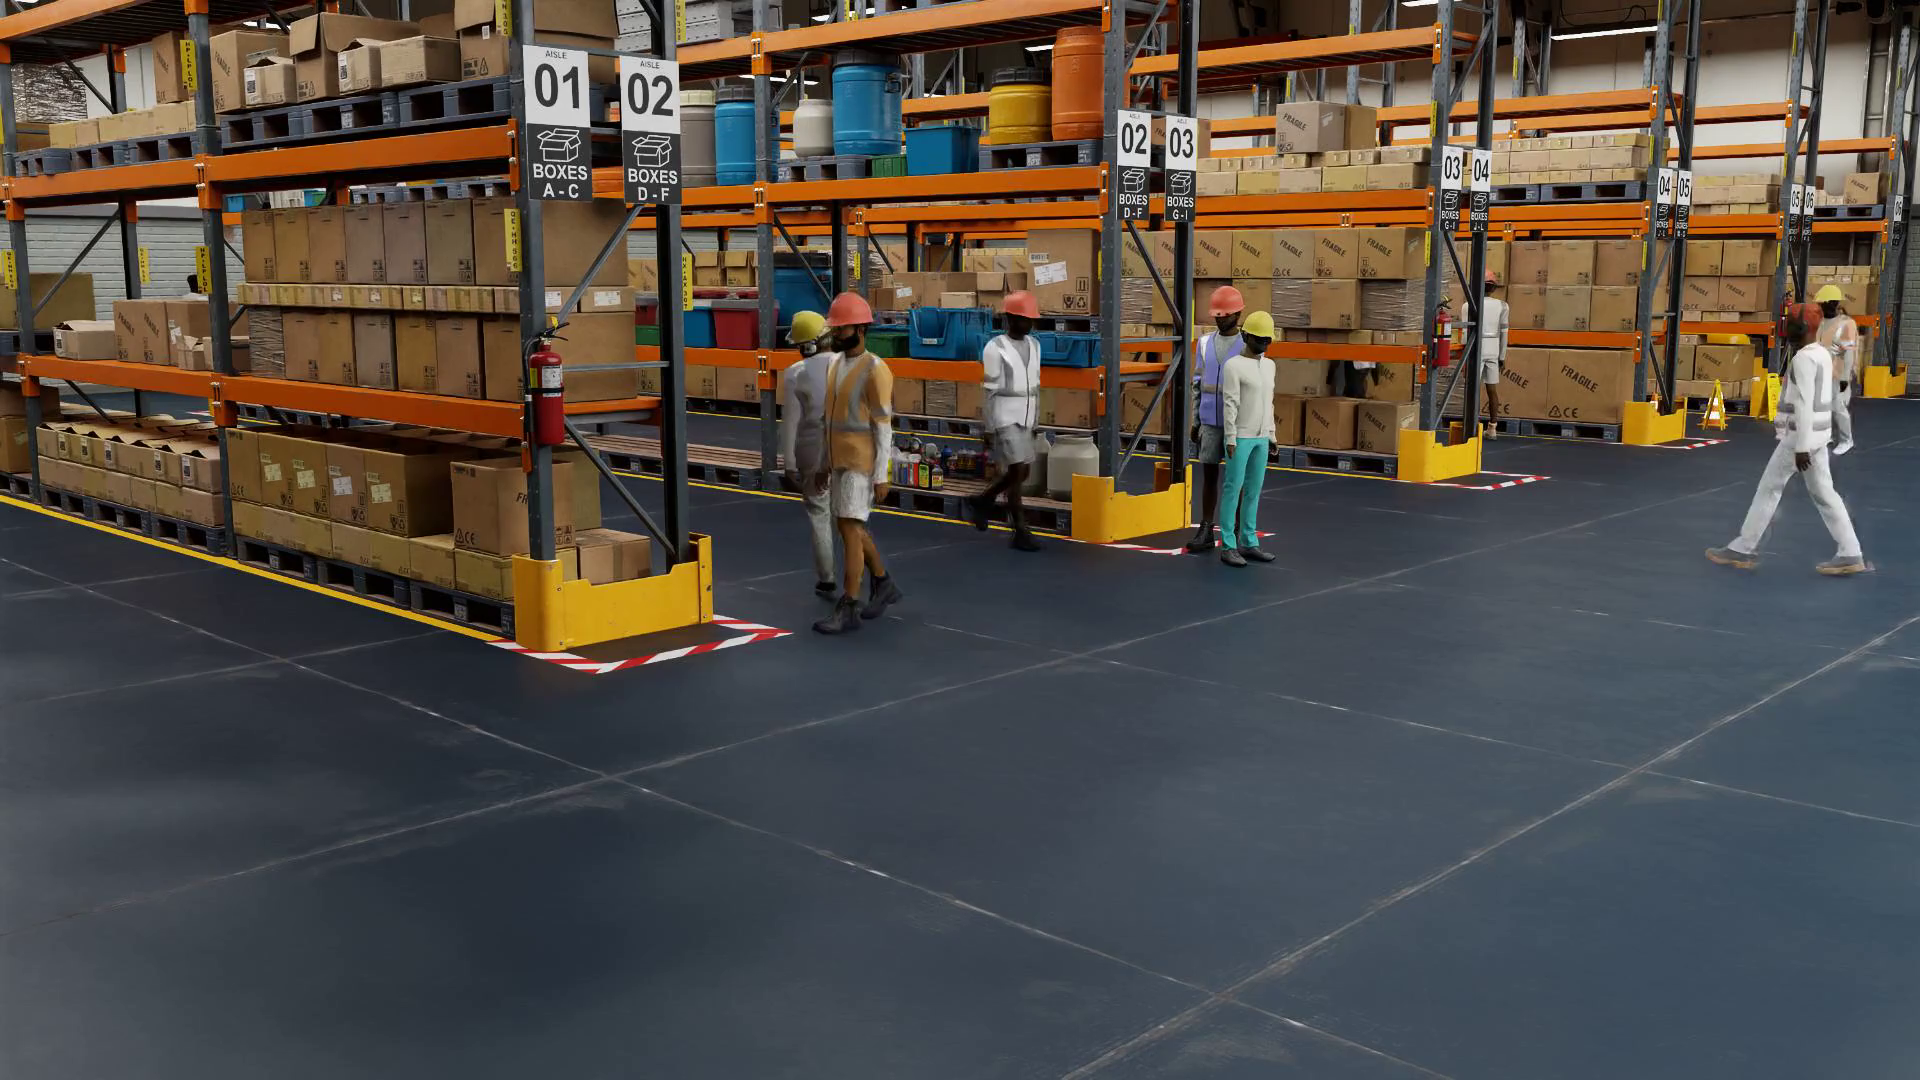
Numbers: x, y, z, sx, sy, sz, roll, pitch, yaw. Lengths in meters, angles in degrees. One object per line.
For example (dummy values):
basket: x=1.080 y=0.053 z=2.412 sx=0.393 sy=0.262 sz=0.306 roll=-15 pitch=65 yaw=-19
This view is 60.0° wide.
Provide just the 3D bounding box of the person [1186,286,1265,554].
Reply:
person: x=1.910 y=-0.864 z=12.018 sx=0.543 sy=1.929 sz=0.372 roll=6 pitch=11 yaw=33

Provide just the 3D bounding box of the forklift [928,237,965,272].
forklift: x=-0.326 y=-5.817 z=39.609 sx=1.129 sy=2.768 sz=1.873 roll=9 pitch=13 yaw=43

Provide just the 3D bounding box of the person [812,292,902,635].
person: x=-0.588 y=-0.450 z=9.568 sx=0.616 sy=1.946 sz=0.557 roll=-6 pitch=11 yaw=-34

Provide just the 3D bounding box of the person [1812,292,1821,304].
person: x=13.217 y=-2.937 z=25.425 sx=0.666 sy=1.701 sz=0.535 roll=0 pitch=9 yaw=1

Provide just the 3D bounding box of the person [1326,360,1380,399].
person: x=4.531 y=-1.952 z=18.899 sx=0.613 sy=1.872 sz=1.014 roll=-8 pitch=12 yaw=-39

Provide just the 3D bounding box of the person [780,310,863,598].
person: x=-0.837 y=-0.529 z=10.372 sx=0.616 sy=1.794 sz=0.419 roll=-4 pitch=10 yaw=-24

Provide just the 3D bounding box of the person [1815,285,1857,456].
person: x=9.549 y=-1.857 z=18.267 sx=0.972 sy=1.885 sz=0.602 roll=-5 pitch=11 yaw=-28

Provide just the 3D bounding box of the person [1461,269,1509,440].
person: x=6.275 y=-2.227 z=20.028 sx=0.614 sy=2.040 sz=0.390 roll=-2 pitch=9 yaw=-12

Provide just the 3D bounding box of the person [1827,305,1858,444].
person: x=10.312 y=-1.964 z=19.670 sx=0.530 sy=1.624 sz=0.502 roll=1 pitch=9 yaw=8

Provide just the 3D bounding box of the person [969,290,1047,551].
person: x=0.333 y=-0.898 z=12.336 sx=0.556 sy=1.906 sz=0.785 roll=-9 pitch=13 yaw=-44

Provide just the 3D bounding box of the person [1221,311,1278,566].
person: x=2.036 y=-0.710 z=11.601 sx=0.523 sy=1.760 sz=0.327 roll=-8 pitch=12 yaw=-41

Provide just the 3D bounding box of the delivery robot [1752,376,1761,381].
delivery robot: x=11.871 y=-2.404 z=25.511 sx=0.707 sy=0.478 sz=0.477 roll=6 pitch=11 yaw=33

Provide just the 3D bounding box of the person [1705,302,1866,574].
person: x=5.684 y=-0.687 z=11.251 sx=1.007 sy=1.833 sz=0.593 roll=8 pitch=12 yaw=40

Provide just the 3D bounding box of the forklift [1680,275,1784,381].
forklift: x=12.480 y=-3.427 z=27.053 sx=1.214 sy=2.155 sz=2.313 roll=9 pitch=13 yaw=43

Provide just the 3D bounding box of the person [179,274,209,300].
person: x=-12.995 y=-3.543 z=28.332 sx=0.613 sy=1.963 sz=0.362 roll=2 pitch=10 yaw=13
